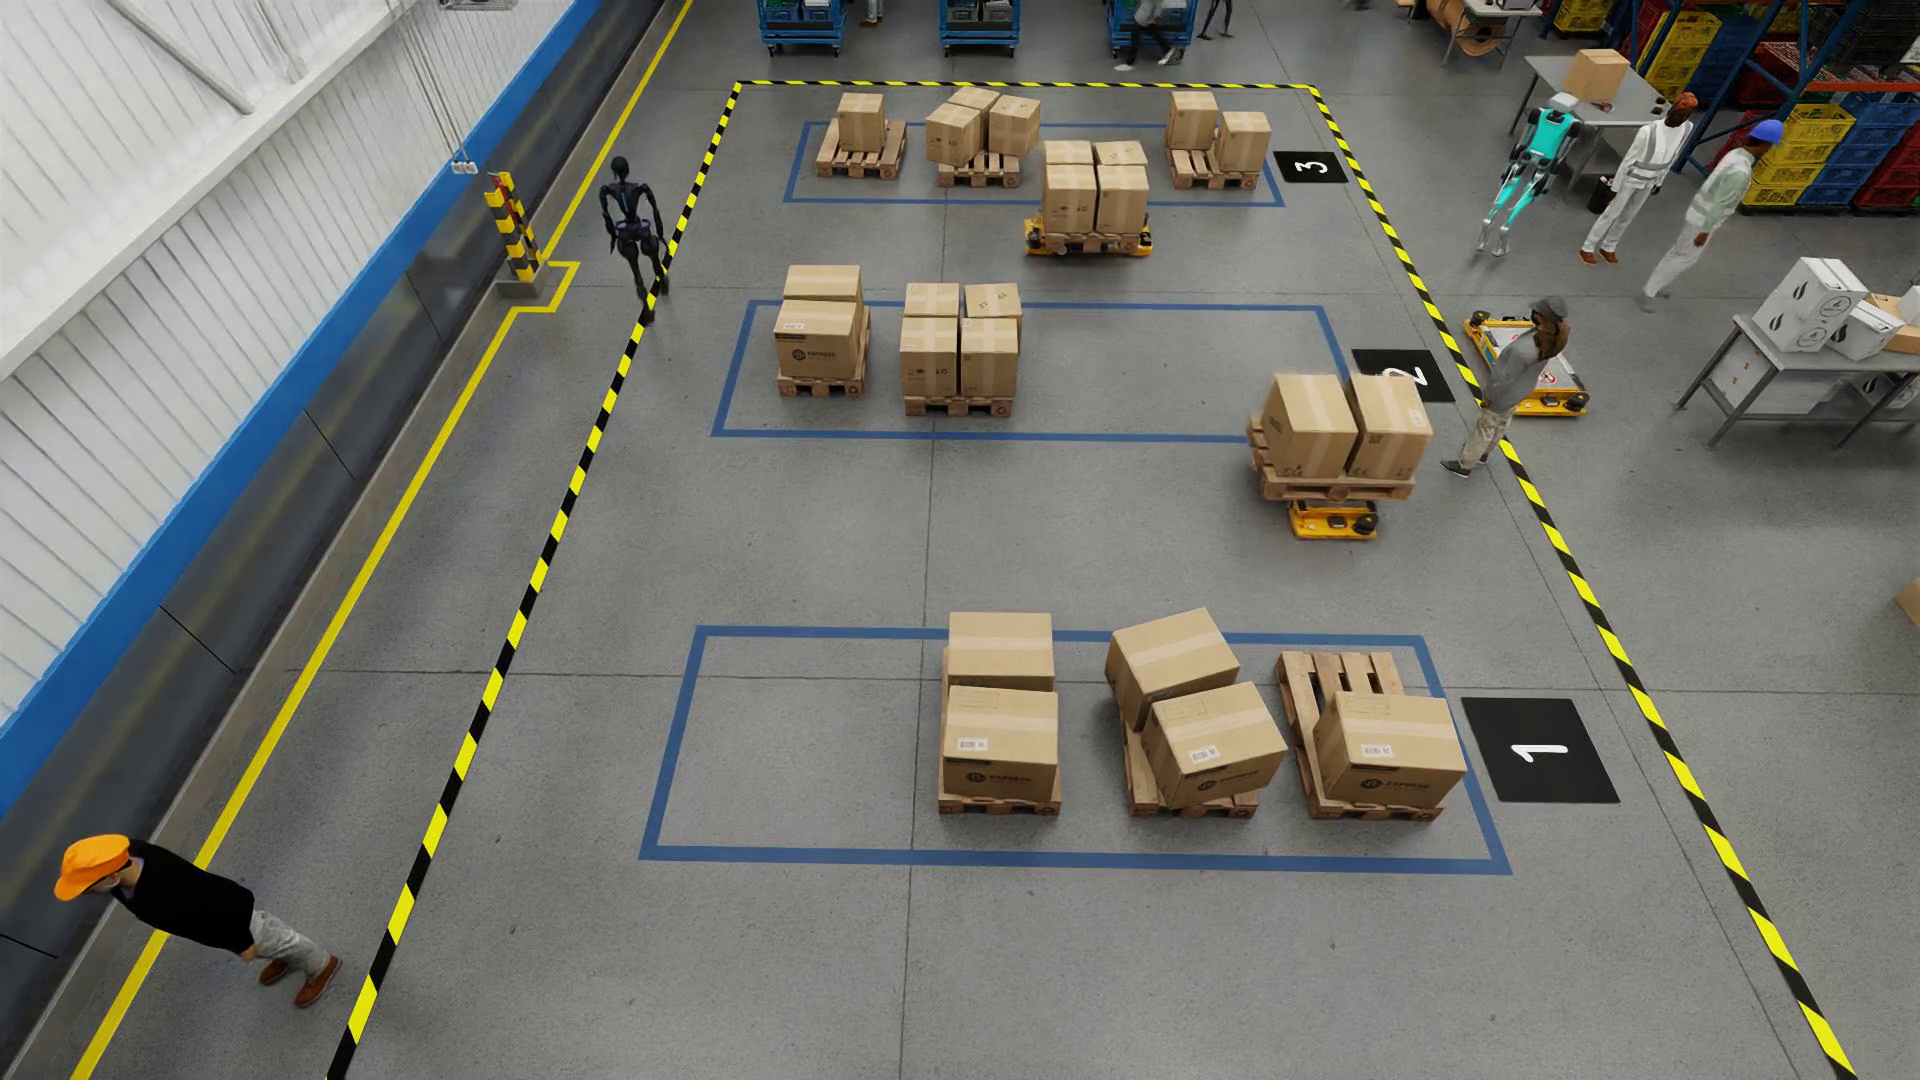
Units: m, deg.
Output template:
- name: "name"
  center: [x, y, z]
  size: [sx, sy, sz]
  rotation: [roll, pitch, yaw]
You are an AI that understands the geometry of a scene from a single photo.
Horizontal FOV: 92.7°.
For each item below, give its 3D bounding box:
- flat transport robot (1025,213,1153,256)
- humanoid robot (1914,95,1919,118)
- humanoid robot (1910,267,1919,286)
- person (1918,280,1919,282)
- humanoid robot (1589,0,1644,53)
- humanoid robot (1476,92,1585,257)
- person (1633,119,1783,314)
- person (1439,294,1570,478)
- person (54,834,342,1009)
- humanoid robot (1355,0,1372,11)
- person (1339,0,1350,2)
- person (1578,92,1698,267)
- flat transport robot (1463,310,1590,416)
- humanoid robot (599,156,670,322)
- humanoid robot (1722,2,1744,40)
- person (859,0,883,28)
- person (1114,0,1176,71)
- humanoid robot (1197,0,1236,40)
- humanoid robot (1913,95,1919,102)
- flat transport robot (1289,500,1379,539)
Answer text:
- name: "flat transport robot"
  center: [1.482, -3.563, 10.599]
  size: [1.431, 0.197, 0.652]
  rotation: [1, 49, 1]
- name: "humanoid robot"
  center: [12.317, -5.676, 11.481]
  size: [0.667, 1.806, 0.557]
  rotation: [-4, 49, -3]
- name: "humanoid robot"
  center: [10.567, -3.355, 9.403]
  size: [0.533, 1.698, 0.737]
  rotation: [5, 49, 4]
- name: "person"
  center: [9.317, -2.407, 8.444]
  size: [0.391, 2.040, 0.613]
  rotation: [-32, 56, -25]
- name: "humanoid robot"
  center: [10.038, -8.169, 13.671]
  size: [0.452, 1.641, 0.605]
  rotation: [-19, 52, -16]
- name: "humanoid robot"
  center: [5.967, -3.810, 9.771]
  size: [0.735, 1.677, 0.533]
  rotation: [-35, 58, -26]
- name: "person"
  center: [7.514, -3.247, 9.258]
  size: [0.467, 1.926, 0.693]
  rotation: [21, 52, 17]
- name: "person"
  center: [4.572, -1.254, 7.625]
  size: [0.573, 1.768, 0.399]
  rotation: [-29, 55, -23]
- name: "person"
  center: [-3.878, 1.977, 4.754]
  size: [0.585, 1.884, 0.386]
  rotation: [23, 53, 19]
- name: "humanoid robot"
  center: [6.827, -9.521, 14.842]
  size: [0.394, 1.643, 0.613]
  rotation: [-15, 51, -13]
- name: "person"
  center: [6.613, -9.962, 15.036]
  size: [0.608, 1.961, 0.366]
  rotation: [-37, 59, -28]
- name: "person"
  center: [7.224, -3.814, 9.772]
  size: [0.583, 1.878, 0.362]
  rotation: [-8, 50, -7]
- name: "flat transport robot"
  center: [5.573, -1.757, 9.054]
  size: [0.659, 0.231, 1.431]
  rotation: [1, 49, 1]
- name: "humanoid robot"
  center: [-3.292, -3.075, 9.301]
  size: [0.588, 1.635, 0.792]
  rotation: [-7, 50, -6]
- name: "humanoid robot"
  center: [11.581, -8.023, 13.559]
  size: [0.474, 1.645, 0.609]
  rotation: [25, 54, 20]
- name: "person"
  center: [-1.432, -9.072, 14.282]
  size: [0.372, 1.940, 0.630]
  rotation: [16, 51, 13]
- name: "person"
  center: [2.790, -7.734, 13.203]
  size: [0.860, 1.817, 0.591]
  rotation: [-1, 49, -1]
- name: "humanoid robot"
  center: [4.064, -8.512, 13.973]
  size: [0.567, 1.641, 0.601]
  rotation: [24, 53, 20]
- name: "humanoid robot"
  center: [12.840, -6.002, 11.810]
  size: [0.569, 1.839, 0.850]
  rotation: [-17, 51, -14]
- name: "flat transport robot"
  center: [3.146, -0.603, 8.037]
  size: [0.652, 0.197, 1.431]
  rotation: [1, 49, 1]
